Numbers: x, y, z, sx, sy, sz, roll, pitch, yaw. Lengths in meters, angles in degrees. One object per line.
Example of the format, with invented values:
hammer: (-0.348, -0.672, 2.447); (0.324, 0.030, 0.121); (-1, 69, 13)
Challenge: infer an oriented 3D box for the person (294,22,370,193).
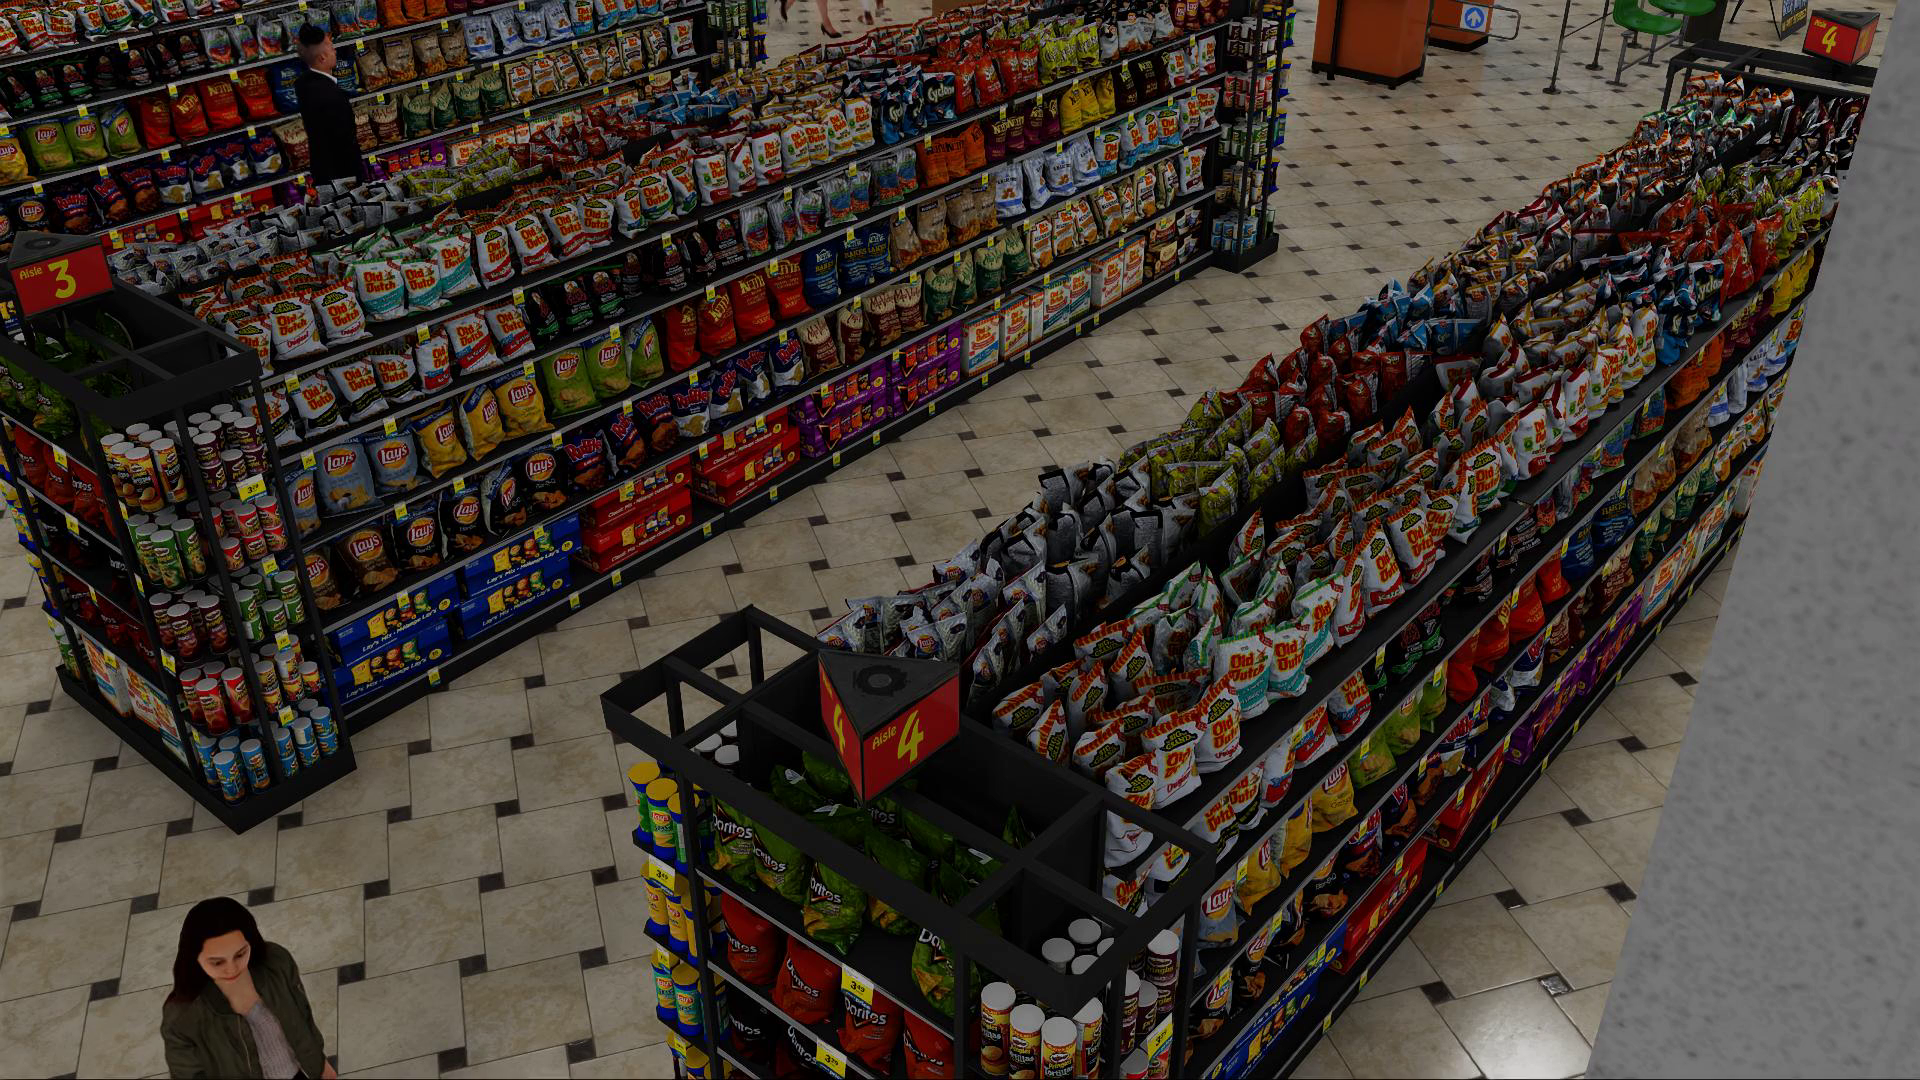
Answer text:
person: (-4.063, -2.349, 10.682); (0.978, 1.938, 0.749); (-28, 41, -37)

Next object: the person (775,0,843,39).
person: (-1.533, -5.912, 16.610); (0.824, 1.726, 1.016); (13, 34, 20)

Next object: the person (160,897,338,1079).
person: (-2.005, 1.598, 4.778); (0.654, 1.476, 0.467); (20, 37, 29)

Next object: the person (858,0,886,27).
person: (-0.917, -6.111, 16.941); (0.698, 1.715, 0.774); (-16, 35, -24)
